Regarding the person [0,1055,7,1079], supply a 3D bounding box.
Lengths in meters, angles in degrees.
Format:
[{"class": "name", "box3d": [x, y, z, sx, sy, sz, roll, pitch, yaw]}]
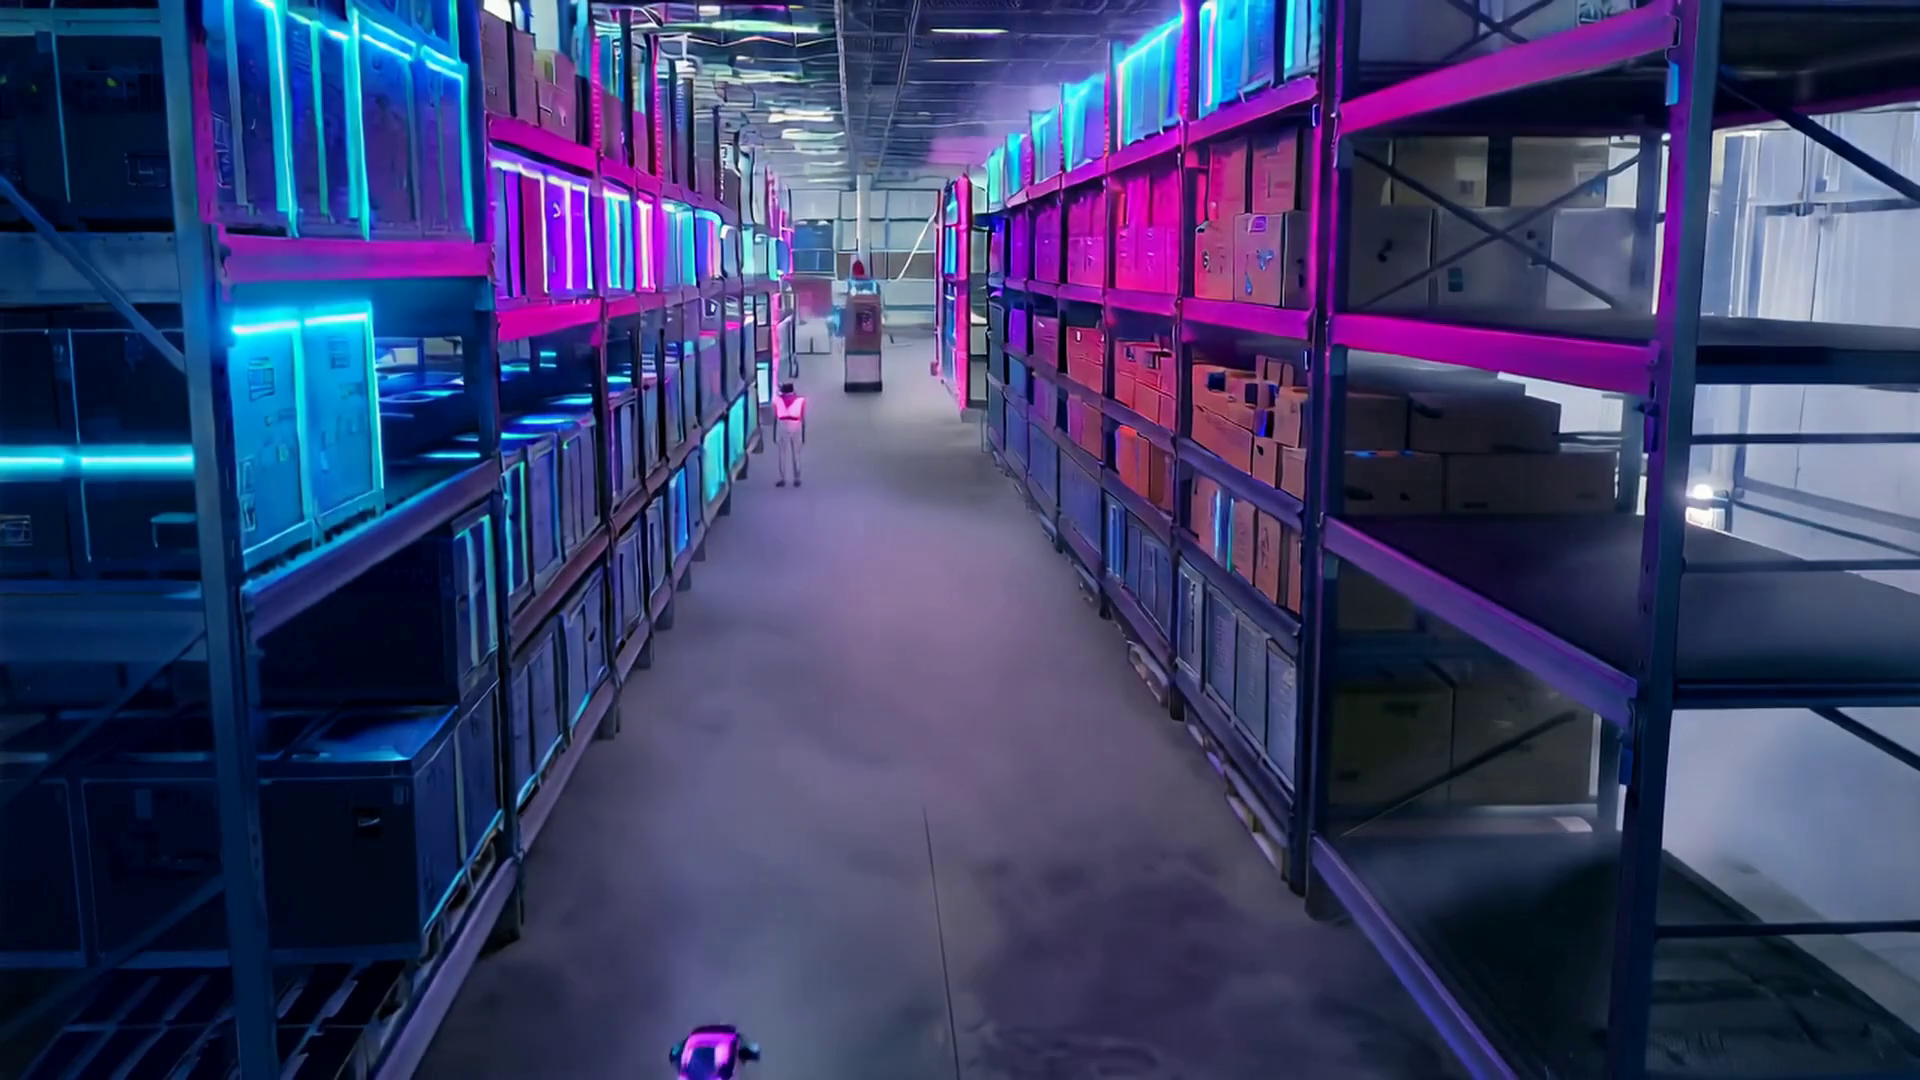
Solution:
[{"class": "person", "box3d": [-2.791, 2.192, 4.805, 0.633, 1.720, 0.519, 0, 10, -2]}]

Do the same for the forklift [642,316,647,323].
[{"class": "forklift", "box3d": [-10.007, -6.100, 50.903, 1.129, 2.768, 1.873, -1, 10, -3]}]

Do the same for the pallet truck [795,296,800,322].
[{"class": "pallet truck", "box3d": [-8.622, -12.439, 91.403, 1.885, 1.965, 0.823, 2, 10, 13]}]

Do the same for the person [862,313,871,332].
[{"class": "person", "box3d": [-3.406, -7.527, 62.245, 0.370, 1.933, 0.553, 6, 11, 32]}]

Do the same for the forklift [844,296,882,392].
[{"class": "forklift", "box3d": [-2.886, -5.847, 49.394, 1.129, 2.768, 1.873, -1, 10, -4]}]

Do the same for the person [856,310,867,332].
[{"class": "person", "box3d": [-3.917, -8.552, 68.314, 0.628, 1.953, 0.875, 3, 10, 16]}]

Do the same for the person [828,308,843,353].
[{"class": "person", "box3d": [-5.211, -8.860, 70.339, 0.836, 1.887, 0.686, 4, 10, 23]}]

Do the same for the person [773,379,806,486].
[{"class": "person", "box3d": [-2.922, -1.841, 28.575, 0.563, 1.837, 0.388, 1, 10, 5]}]
